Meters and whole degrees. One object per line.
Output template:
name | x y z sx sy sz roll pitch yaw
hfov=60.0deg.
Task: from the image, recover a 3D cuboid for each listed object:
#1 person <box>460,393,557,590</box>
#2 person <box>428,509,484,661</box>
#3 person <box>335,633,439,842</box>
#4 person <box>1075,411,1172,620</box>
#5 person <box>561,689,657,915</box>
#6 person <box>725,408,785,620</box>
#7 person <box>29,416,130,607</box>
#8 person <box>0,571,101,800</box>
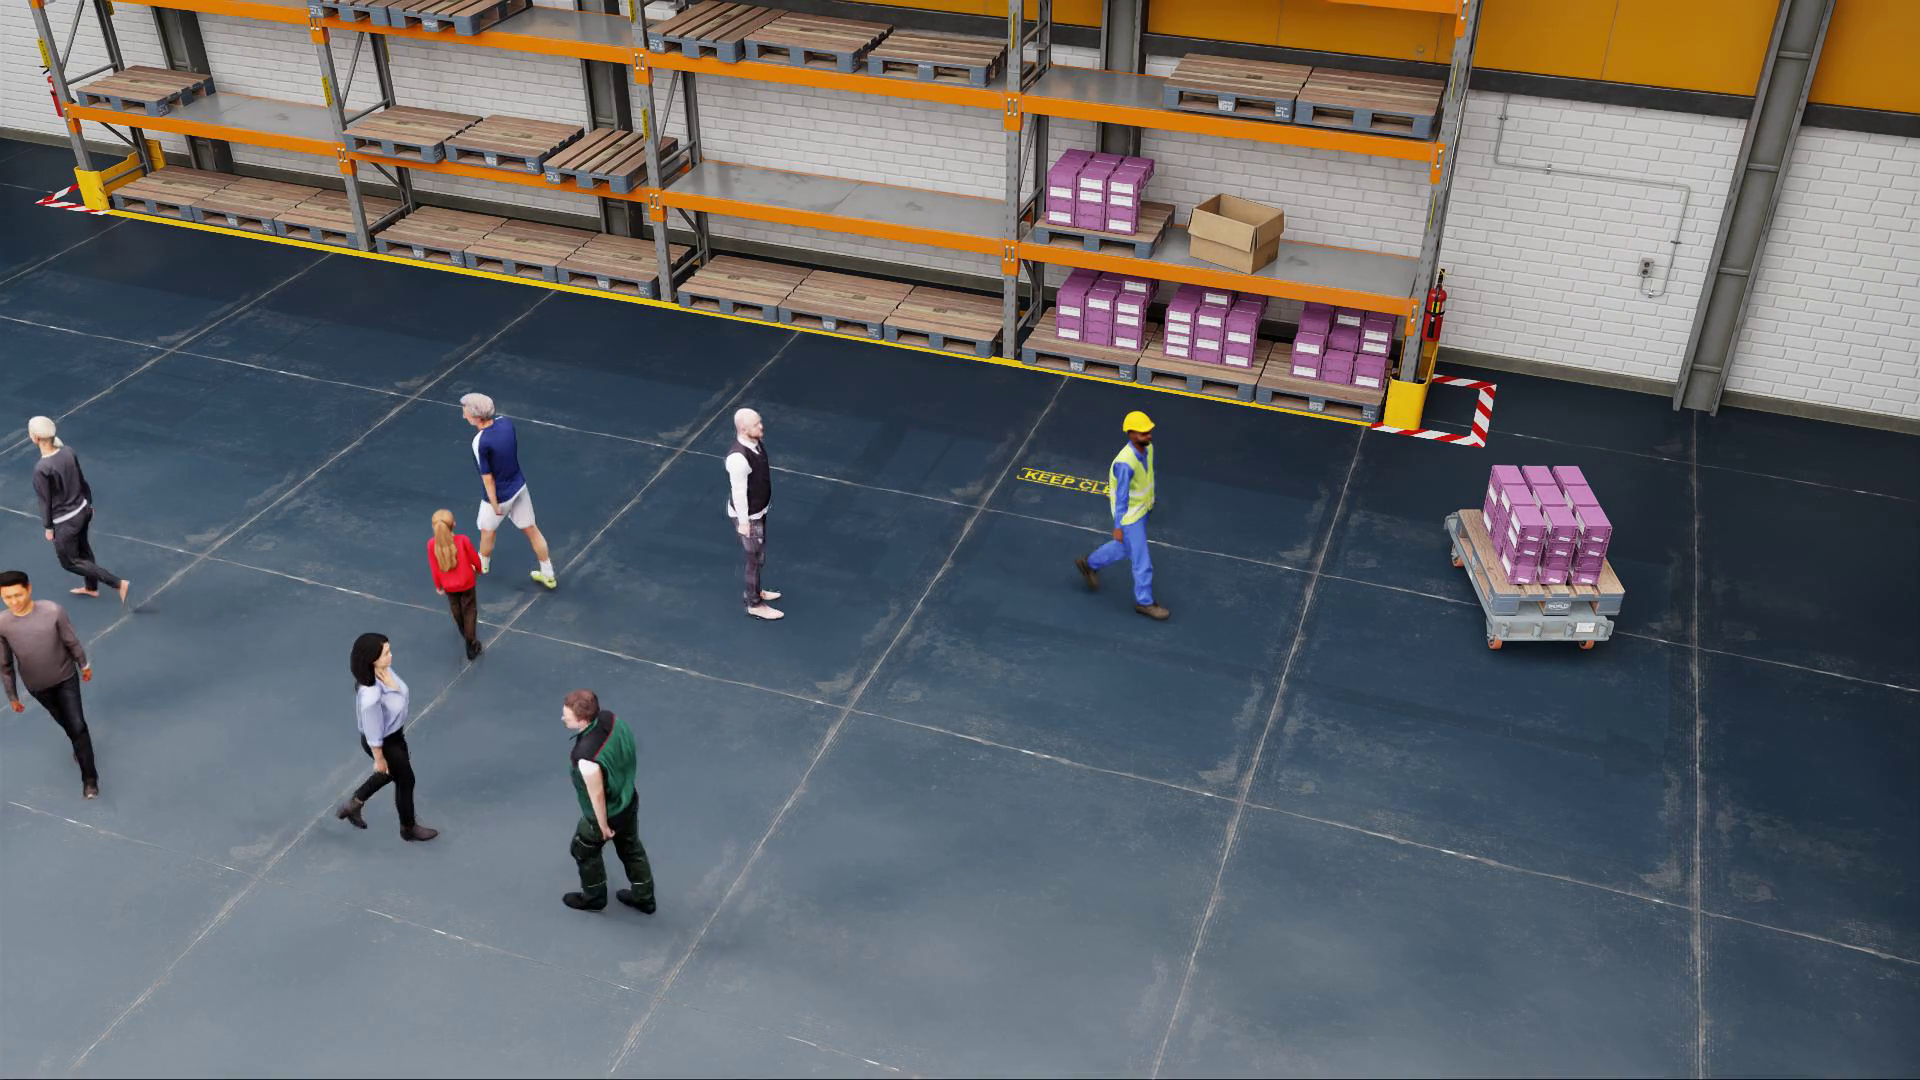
person | -3.583 -0.351 13.360 1.157 1.778 0.773 17 37 24
person | -3.850 0.353 12.763 0.780 1.265 0.730 -2 34 -2
person | -3.843 1.324 10.888 1.000 1.725 0.893 -3 34 -4
person | 1.300 -0.232 13.170 1.169 1.790 0.781 17 37 24
person | -2.114 1.653 10.311 0.809 1.816 0.681 12 35 18
person | -1.678 -0.233 13.141 0.752 1.823 0.771 3 34 4
person | -7.009 -0.191 13.181 0.948 1.709 0.729 5 34 8
person | -6.290 0.905 11.516 1.126 1.726 1.159 -23 40 -30
